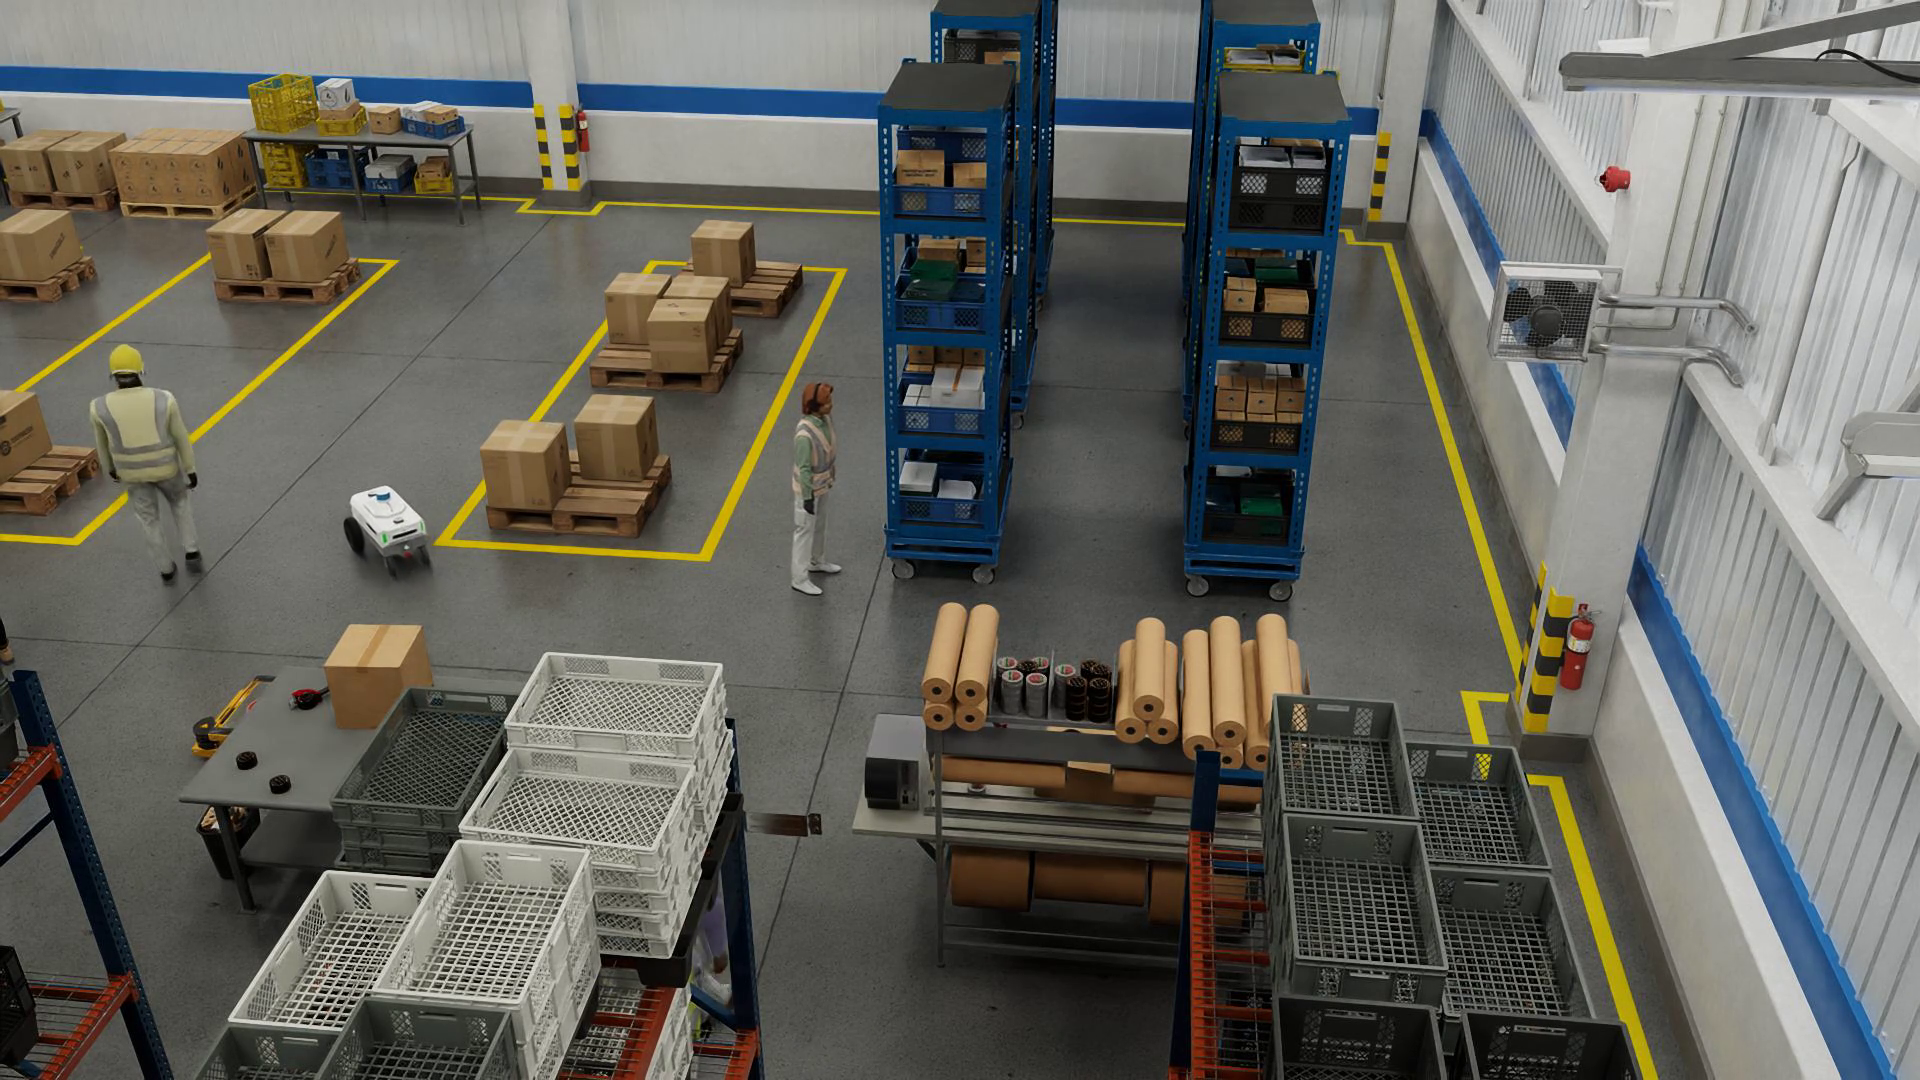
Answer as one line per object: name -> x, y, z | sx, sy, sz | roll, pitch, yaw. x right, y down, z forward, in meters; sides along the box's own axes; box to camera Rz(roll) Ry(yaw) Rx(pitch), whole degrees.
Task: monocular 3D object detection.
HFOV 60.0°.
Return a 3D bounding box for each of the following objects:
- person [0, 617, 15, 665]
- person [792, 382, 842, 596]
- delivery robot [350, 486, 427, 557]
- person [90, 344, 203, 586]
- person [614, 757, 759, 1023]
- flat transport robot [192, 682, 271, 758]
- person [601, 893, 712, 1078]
person -> -6.679, 0.168, 10.949 | 0.317, 1.695, 0.540 | 12, 32, 20
person -> -1.036, -0.390, 11.982 | 0.323, 1.628, 0.528 | 10, 32, 16
delivery robot -> -4.314, -0.156, 12.543 | 0.477, 0.478, 0.707 | -21, 36, -32
person -> -5.885, -0.557, 12.079 | 0.610, 1.807, 0.542 | -13, 33, -21
person -> -1.343, 1.804, 7.980 | 0.956, 1.875, 0.645 | -26, 39, -37
flat transport robot -> -4.089, 1.163, 10.648 | 1.431, 0.197, 0.652 | 3, 30, 6
person -> -1.343, 2.220, 7.295 | 0.429, 1.837, 0.629 | 21, 36, 32
